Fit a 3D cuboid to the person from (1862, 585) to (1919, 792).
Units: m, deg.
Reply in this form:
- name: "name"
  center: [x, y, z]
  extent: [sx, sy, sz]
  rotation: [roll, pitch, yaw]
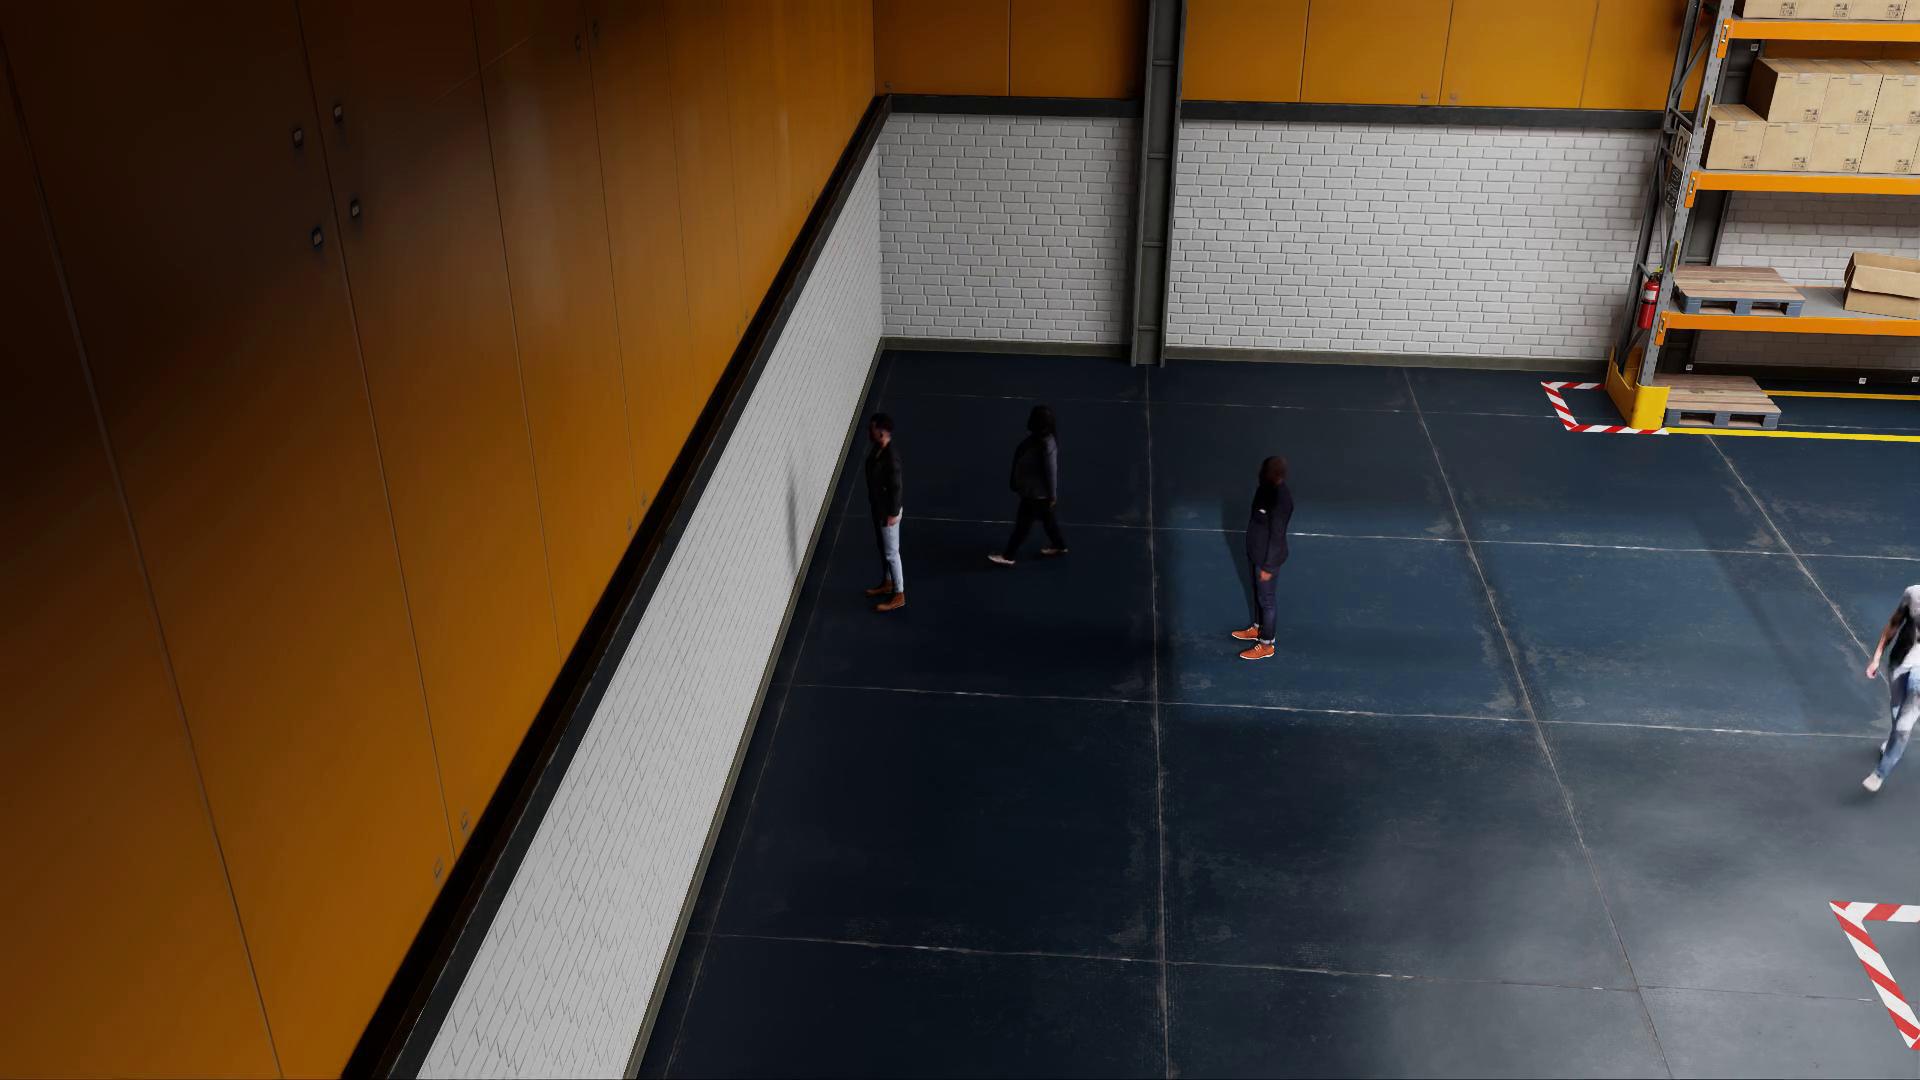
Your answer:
- name: "person"
  center: [7.072, 0.919, 12.276]
  extent: [1.252, 1.801, 1.171]
  rotation: [-21, 35, -33]

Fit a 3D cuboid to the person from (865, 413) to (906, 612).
- name: "person"
  center: [-0.634, -0.267, 14.414]
  extent: [0.682, 1.835, 0.725]
  rotation: [-9, 30, -16]

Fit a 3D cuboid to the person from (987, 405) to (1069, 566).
- name: "person"
  center: [0.772, -0.484, 15.100]
  extent: [1.032, 1.560, 0.754]
  rotation: [-2, 29, -4]

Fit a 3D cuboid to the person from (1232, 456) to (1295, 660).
- name: "person"
  center: [2.531, 0.118, 13.725]
  extent: [0.639, 1.819, 0.722]
  rotation: [-1, 29, -3]
